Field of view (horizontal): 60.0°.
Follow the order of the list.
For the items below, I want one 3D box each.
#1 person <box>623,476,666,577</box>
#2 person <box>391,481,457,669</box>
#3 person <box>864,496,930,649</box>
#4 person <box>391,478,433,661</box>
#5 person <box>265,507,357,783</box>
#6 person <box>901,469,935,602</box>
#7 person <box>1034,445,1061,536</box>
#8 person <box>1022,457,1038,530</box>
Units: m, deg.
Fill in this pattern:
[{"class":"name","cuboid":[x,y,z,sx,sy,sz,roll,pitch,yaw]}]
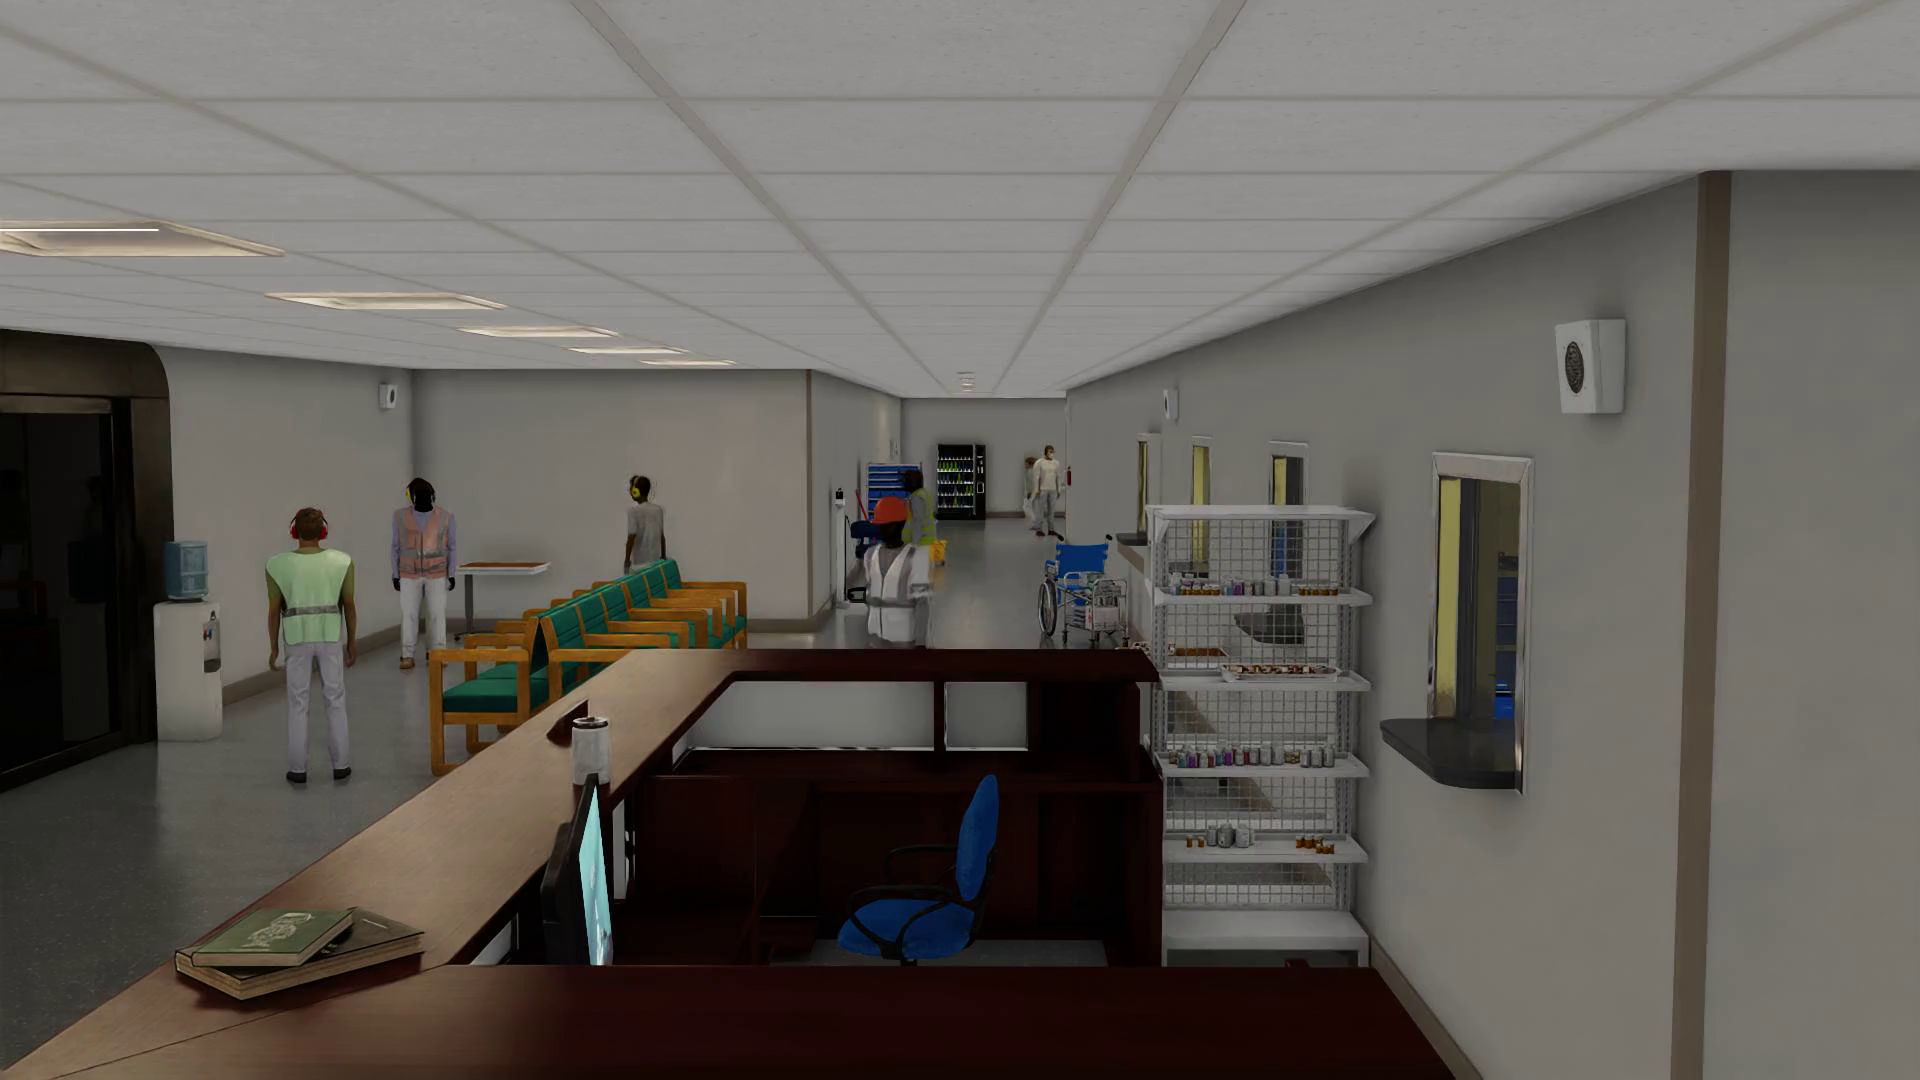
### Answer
[{"class":"person","cuboid":[-3.330,0.252,17.467,0.460,1.849,0.546,3,5,32]},{"class":"person","cuboid":[-5.244,0.341,16.271,0.623,1.847,0.429,-1,4,-13]},{"class":"person","cuboid":[-0.412,0.633,11.788,0.549,1.912,0.871,3,5,33]},{"class":"person","cuboid":[-5.462,0.302,16.769,0.520,1.856,0.333,-1,4,-18]},{"class":"person","cuboid":[-4.338,0.704,11.143,0.563,1.846,0.390,-2,5,-26]},{"class":"person","cuboid":[-0.530,0.046,20.437,0.430,1.842,0.655,0,4,3]},{"class":"person","cuboid":[1.844,-1.039,35.059,0.628,1.932,0.371,-2,5,-26]},{"class":"person","cuboid":[1.595,-1.028,36.916,0.376,1.621,0.555,2,4,24]}]
